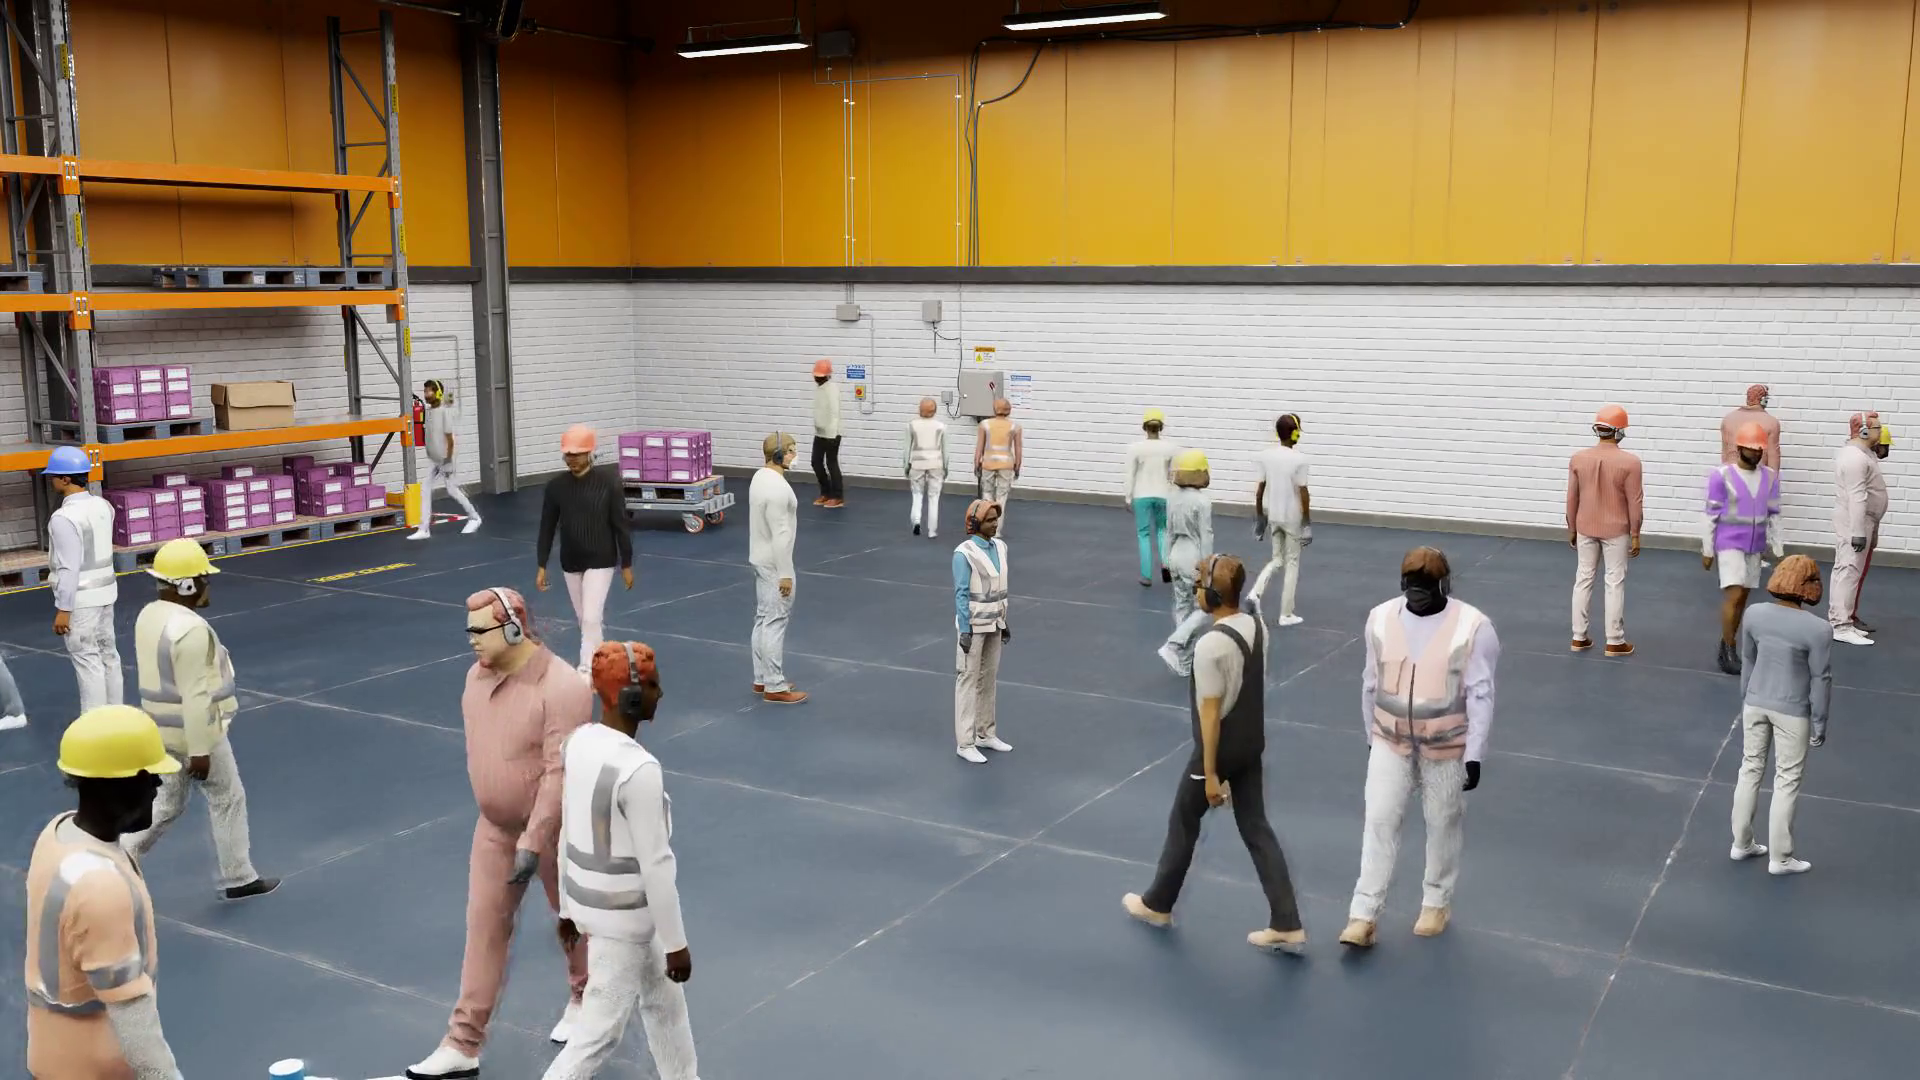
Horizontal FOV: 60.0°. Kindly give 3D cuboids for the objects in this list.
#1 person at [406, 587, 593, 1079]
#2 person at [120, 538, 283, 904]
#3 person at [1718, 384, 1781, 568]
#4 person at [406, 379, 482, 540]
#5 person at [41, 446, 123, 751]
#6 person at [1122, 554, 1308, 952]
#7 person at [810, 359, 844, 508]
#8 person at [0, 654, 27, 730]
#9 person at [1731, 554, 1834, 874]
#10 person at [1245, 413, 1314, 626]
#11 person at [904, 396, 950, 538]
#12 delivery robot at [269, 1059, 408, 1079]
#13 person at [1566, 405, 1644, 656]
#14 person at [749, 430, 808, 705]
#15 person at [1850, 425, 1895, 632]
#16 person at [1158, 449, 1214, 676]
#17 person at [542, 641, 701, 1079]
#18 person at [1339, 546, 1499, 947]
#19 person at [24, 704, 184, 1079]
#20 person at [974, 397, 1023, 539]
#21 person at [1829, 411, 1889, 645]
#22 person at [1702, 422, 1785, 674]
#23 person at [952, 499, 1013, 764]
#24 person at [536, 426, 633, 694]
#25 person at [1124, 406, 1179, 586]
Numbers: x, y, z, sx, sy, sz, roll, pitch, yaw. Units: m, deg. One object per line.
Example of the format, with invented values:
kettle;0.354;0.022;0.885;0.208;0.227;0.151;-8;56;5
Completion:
person;-1.707;1.104;6.302;0.631;1.846;0.983;5;10;27
person;-3.708;0.891;7.820;0.599;1.807;0.816;8;12;42
person;8.179;-0.661;17.197;0.404;1.900;0.637;-6;11;-34
person;-5.946;-0.944;19.168;0.530;1.836;0.941;7;11;37
person;-5.583;0.370;10.599;0.384;1.949;0.603;-1;9;-4
person;1.189;0.946;7.493;0.522;1.802;0.939;-9;13;-43
person;-1.722;-1.366;21.424;0.569;1.946;0.642;-7;12;-39
person;-6.629;0.496;10.918;0.832;1.593;0.513;-5;10;-29
person;4.174;0.877;8.447;0.283;1.624;0.494;-5;10;-29
person;2.752;-0.158;14.195;0.551;1.856;0.516;-8;12;-41
person;-0.382;-0.825;19.066;0.519;1.631;0.363;1;9;5
delivery robot;-2.101;1.879;5.226;0.707;0.478;0.477;-2;9;-15
person;5.129;-0.075;13.232;0.378;1.995;0.609;-9;13;-44
person;-1.305;0.191;11.747;0.355;1.936;0.635;-3;10;-19
person;7.705;-0.102;14.149;0.349;1.759;0.522;2;9;10
person;1.694;0.185;12.401;0.457;1.730;0.500;-5;10;-29
person;-1.165;1.241;5.521;0.979;1.841;0.577;-6;11;-31
person;2.033;0.948;7.427;0.632;1.813;0.799;5;11;31
person;-2.212;1.368;4.550;0.941;1.878;0.617;-5;10;-29
person;0.442;-0.820;19.023;0.535;1.615;0.411;1;9;8
person;7.396;-0.107;13.694;0.407;1.913;0.641;4;10;23
person;5.987;0.069;12.608;0.547;1.914;0.721;-1;9;-8
person;0.135;0.555;10.403;0.309;1.641;0.514;6;11;33
person;-2.698;0.190;11.678;0.658;1.956;0.931;3;9;16
person;1.854;-0.412;16.102;0.524;1.755;0.394;-1;9;-7
